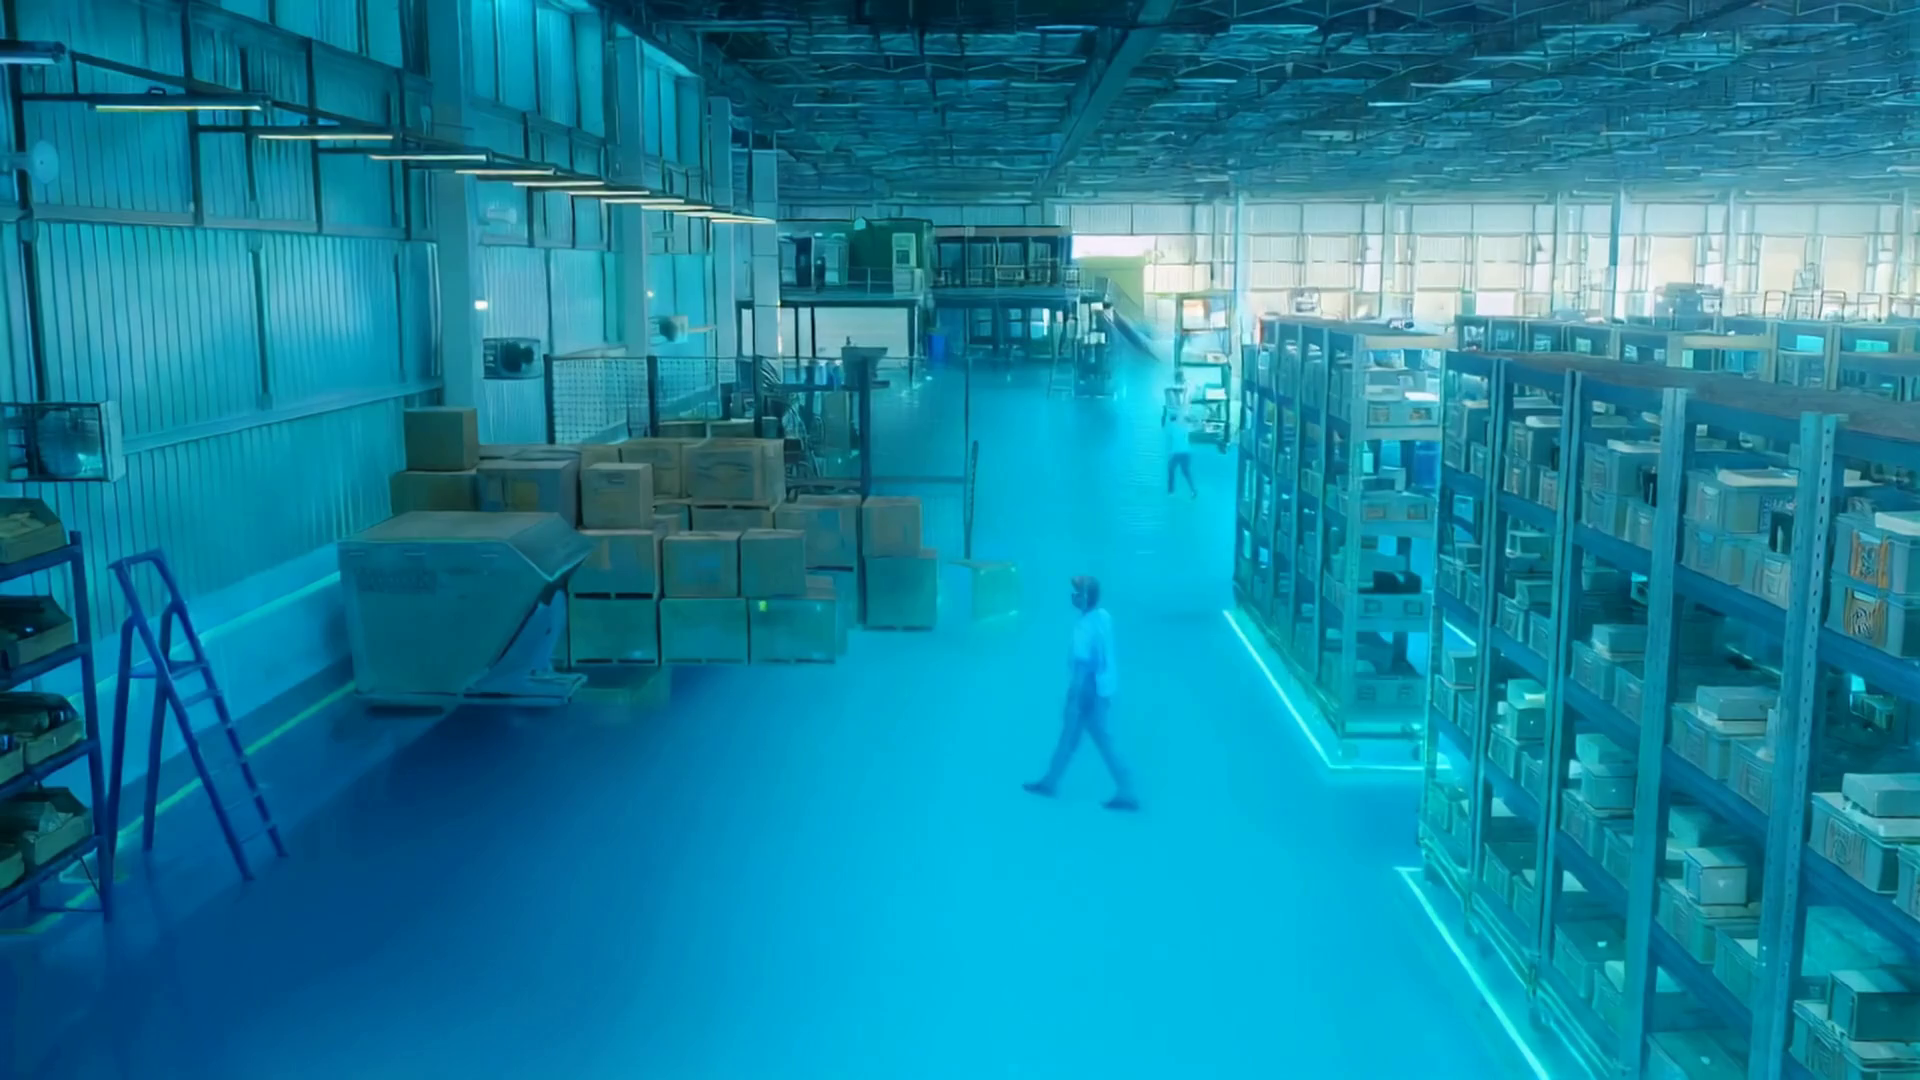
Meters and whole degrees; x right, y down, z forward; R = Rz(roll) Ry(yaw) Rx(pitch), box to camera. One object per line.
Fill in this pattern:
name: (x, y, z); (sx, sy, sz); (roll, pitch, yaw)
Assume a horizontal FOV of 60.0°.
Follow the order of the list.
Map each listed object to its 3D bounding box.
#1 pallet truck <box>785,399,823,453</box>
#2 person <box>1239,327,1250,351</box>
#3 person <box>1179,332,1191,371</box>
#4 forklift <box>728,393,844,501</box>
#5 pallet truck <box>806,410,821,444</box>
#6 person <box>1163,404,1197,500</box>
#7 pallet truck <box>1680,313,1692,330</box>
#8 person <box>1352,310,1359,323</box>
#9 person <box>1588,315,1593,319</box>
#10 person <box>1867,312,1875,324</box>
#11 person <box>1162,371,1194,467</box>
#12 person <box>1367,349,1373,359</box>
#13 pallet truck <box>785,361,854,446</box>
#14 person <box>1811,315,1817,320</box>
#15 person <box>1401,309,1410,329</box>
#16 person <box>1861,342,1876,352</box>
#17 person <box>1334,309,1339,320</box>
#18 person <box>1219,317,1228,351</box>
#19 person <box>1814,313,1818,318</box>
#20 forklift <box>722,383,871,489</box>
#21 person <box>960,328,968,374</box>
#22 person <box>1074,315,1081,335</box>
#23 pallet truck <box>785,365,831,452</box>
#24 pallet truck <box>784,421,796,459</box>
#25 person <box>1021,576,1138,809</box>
pallet truck: (-3.814, -2.432, 36.419); (1.630, 1.274, 0.653); (0, 9, 1)
person: (12.681, -8.800, 73.972); (0.579, 1.873, 0.411); (-3, 10, -19)
person: (9.138, -7.825, 67.929); (0.612, 1.870, 0.472); (-2, 9, -13)
forklift: (-2.979, -1.316, 26.476); (2.680, 1.987, 1.157); (0, 9, 1)
pallet truck: (-3.559, -2.018, 33.905); (1.522, 1.261, 0.704); (0, 9, -1)
person: (3.974, -1.583, 29.842); (0.537, 1.729, 0.842); (-4, 10, -26)
pallet truck: (36.315, -10.531, 84.244); (0.823, 1.965, 1.885); (-6, 11, -33)
person: (22.298, -12.031, 93.807); (1.013, 1.899, 0.642); (-1, 9, -3)
person: (29.925, -9.723, 79.125); (0.702, 2.000, 0.957); (8, 12, 41)
person: (49.176, -11.380, 89.879); (1.010, 1.874, 0.553); (-3, 10, -20)
person: (4.587, -2.515, 34.781); (0.639, 1.995, 1.003); (-1, 9, -6)
person: (12.947, -5.239, 52.152); (0.405, 1.824, 0.586); (-1, 9, -8)
pallet truck: (-3.410, -3.193, 38.978); (1.885, 1.965, 0.823); (0, 9, -1)
person: (42.600, -10.249, 82.794); (0.815, 1.904, 0.585); (1, 9, 8)
person: (25.199, -12.113, 94.252); (0.586, 1.918, 0.395); (-6, 11, -31)
person: (31.503, -6.058, 57.754); (0.522, 1.636, 0.309); (6, 11, 35)
person: (22.164, -12.696, 98.010); (0.329, 1.865, 0.509); (1, 9, 7)
person: (12.350, -9.470, 77.937); (0.398, 1.920, 0.590); (8, 12, 39)
person: (44.908, -11.033, 87.653); (0.667, 1.903, 0.528); (-6, 11, -35)
forklift: (-2.893, -1.687, 28.729); (2.680, 1.987, 1.157); (0, 9, -1)
person: (0.166, -7.491, 65.959); (0.327, 1.842, 0.516); (0, 9, -2)
person: (6.878, -12.365, 95.849); (0.584, 1.910, 0.392); (-5, 10, -28)
pallet truck: (-3.774, -2.976, 37.635); (1.885, 1.965, 0.823); (1, 9, 5)
pallet truck: (-4.013, -1.793, 32.705); (1.601, 1.201, 0.680); (0, 9, 1)
person: (0.951, 1.161, 12.738); (0.961, 1.791, 0.583); (3, 10, 17)
